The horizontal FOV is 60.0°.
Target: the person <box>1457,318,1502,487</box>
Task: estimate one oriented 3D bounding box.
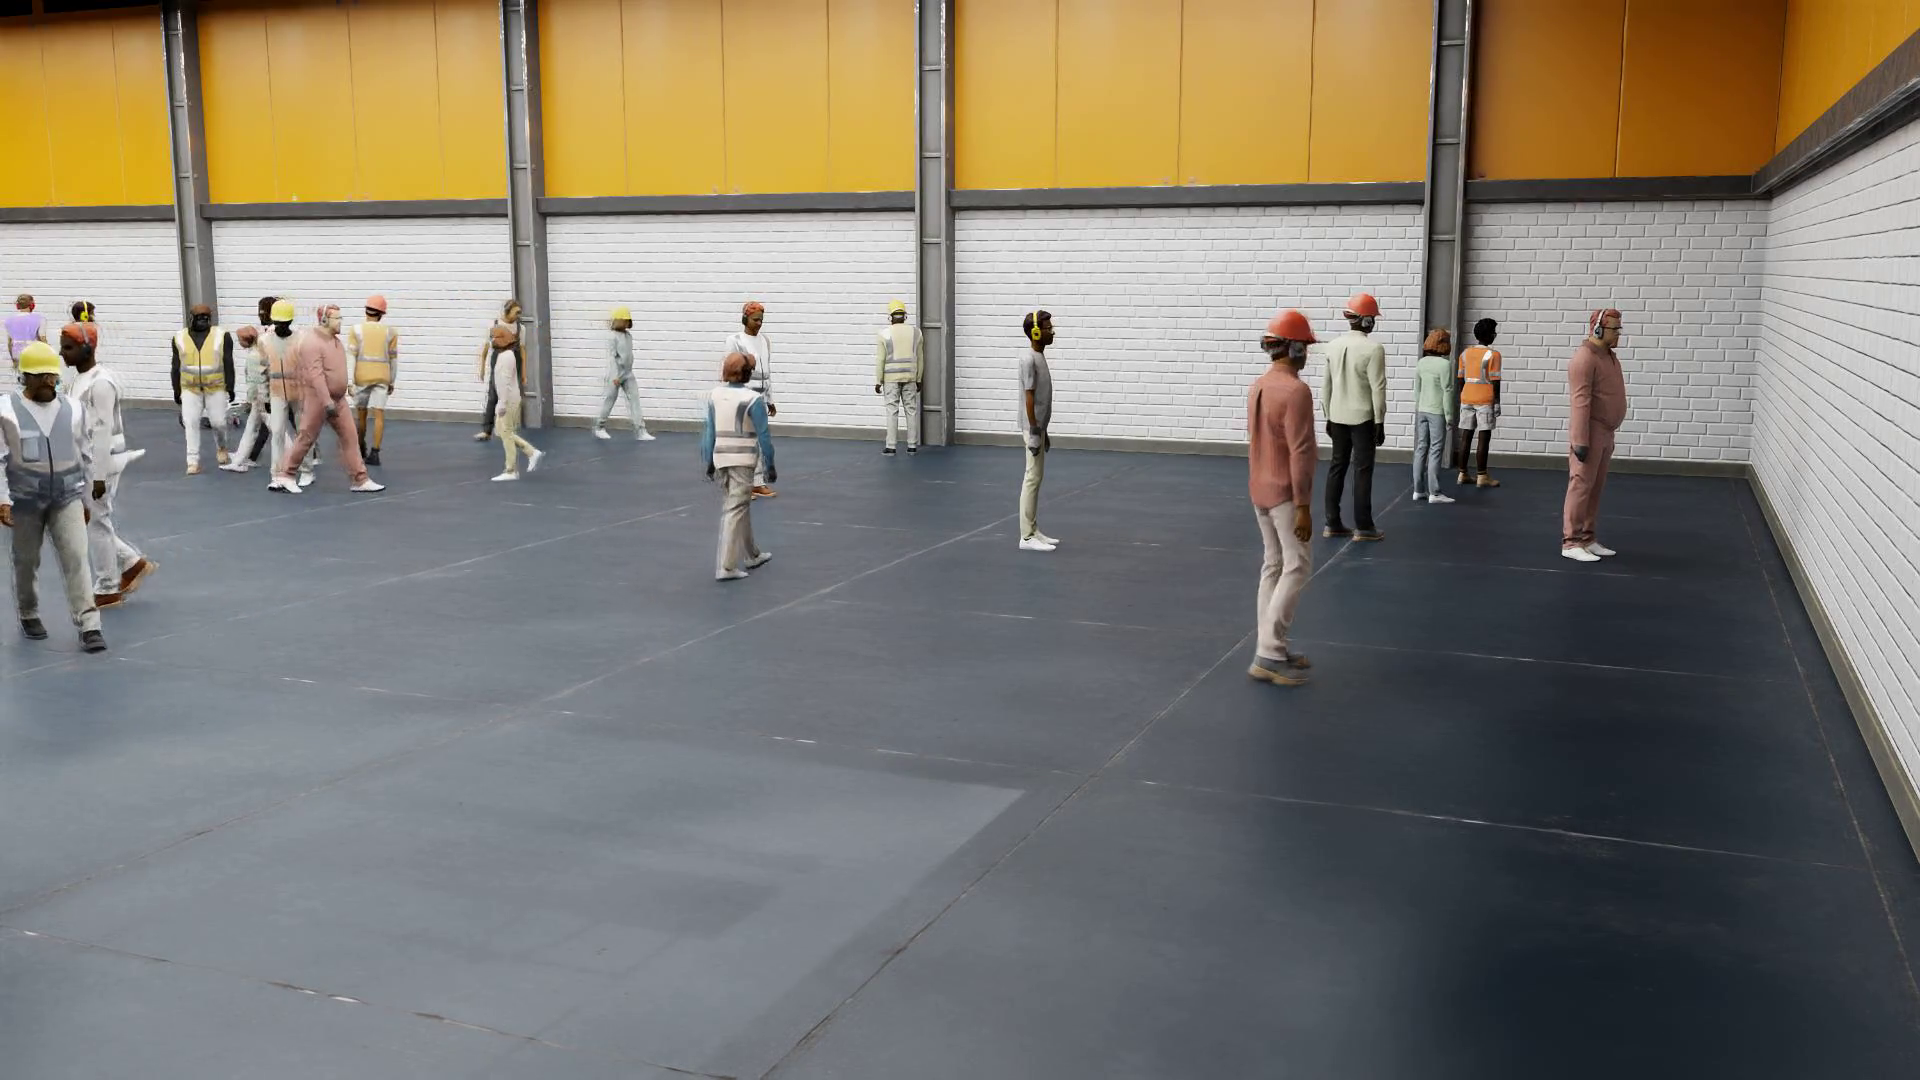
[{"bbox_3d":[5.241,-1.381,16.749,0.318,1.695,0.539,-5,11,-27],"label":"person"}]

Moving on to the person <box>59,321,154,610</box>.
[{"bbox_3d":[-5.536,-0.468,10.687,0.443,1.871,0.581,-8,12,-40],"label":"person"}]

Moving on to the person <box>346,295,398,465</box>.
[{"bbox_3d":[-6.650,-1.809,18.808,0.574,1.869,0.981,-4,10,-25],"label":"person"}]

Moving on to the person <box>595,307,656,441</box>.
[{"bbox_3d":[-4.335,-2.118,21.222,0.919,1.697,0.493,5,11,29],"label":"person"}]

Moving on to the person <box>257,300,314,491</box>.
[{"bbox_3d":[-6.647,-1.424,16.463,0.594,1.879,0.912,-1,9,-3],"label":"person"}]

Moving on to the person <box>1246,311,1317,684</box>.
[{"bbox_3d":[1.740,-0.224,8.967,0.466,1.974,0.702,-2,10,-15],"label":"person"}]

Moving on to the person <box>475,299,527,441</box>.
[{"bbox_3d":[-5.800,-2.138,21.026,0.645,1.802,0.449,-5,11,-29],"label":"person"}]

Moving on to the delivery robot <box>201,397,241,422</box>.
[{"bbox_3d":[-10.131,-1.816,22.557,0.707,0.478,0.477,2,10,13],"label":"delivery robot"}]

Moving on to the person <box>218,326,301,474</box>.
[{"bbox_3d":[-7.455,-1.487,17.706,0.864,1.587,0.553,-3,10,-18],"label":"person"}]

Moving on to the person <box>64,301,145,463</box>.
[{"bbox_3d":[-9.550,-1.702,18.315,0.531,1.818,0.960,9,13,42],"label":"person"}]

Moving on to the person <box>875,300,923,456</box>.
[{"bbox_3d":[-0.718,-1.887,19.438,0.589,1.822,0.403,-4,10,-22],"label":"person"}]

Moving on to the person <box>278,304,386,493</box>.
[{"bbox_3d":[-6.225,-1.369,16.224,1.035,1.856,0.635,2,10,13],"label":"person"}]

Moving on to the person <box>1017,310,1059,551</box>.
[{"bbox_3d":[0.618,-0.857,13.038,0.328,1.877,0.513,2,9,9],"label":"person"}]

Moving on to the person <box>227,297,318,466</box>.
[{"bbox_3d":[-7.631,-1.741,18.395,0.964,1.868,0.631,-2,10,-10],"label":"person"}]

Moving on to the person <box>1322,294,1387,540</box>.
[{"bbox_3d":[3.215,-0.984,13.498,0.470,1.991,0.633,-6,11,-34],"label":"person"}]

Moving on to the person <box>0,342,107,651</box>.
[{"bbox_3d":[-5.341,-0.257,9.694,0.598,1.787,0.902,-8,13,-42],"label":"person"}]

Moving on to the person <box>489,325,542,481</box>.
[{"bbox_3d":[-4.630,-1.417,17.226,0.459,1.616,0.499,-4,10,-23],"label":"person"}]

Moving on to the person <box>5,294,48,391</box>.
[{"bbox_3d":[-12.813,-2.484,23.031,0.600,1.822,0.717,0,9,0],"label":"person"}]

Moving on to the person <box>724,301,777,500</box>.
[{"bbox_3d":[-1.985,-1.329,15.860,0.355,1.887,0.573,7,12,36],"label":"person"}]

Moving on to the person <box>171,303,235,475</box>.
[{"bbox_3d":[-8.132,-1.636,17.899,0.658,1.829,0.601,-3,10,-16],"label":"person"}]

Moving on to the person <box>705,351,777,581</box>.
[{"bbox_3d":[-1.512,-0.538,11.906,0.539,1.608,0.775,7,12,37],"label":"person"}]

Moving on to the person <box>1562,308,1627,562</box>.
[{"bbox_3d":[4.805,-0.789,12.558,0.402,1.902,0.640,7,12,37],"label":"person"}]

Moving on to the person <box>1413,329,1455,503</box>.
[{"bbox_3d":[4.464,-1.166,15.638,0.279,1.634,0.498,-4,10,-21],"label":"person"}]
